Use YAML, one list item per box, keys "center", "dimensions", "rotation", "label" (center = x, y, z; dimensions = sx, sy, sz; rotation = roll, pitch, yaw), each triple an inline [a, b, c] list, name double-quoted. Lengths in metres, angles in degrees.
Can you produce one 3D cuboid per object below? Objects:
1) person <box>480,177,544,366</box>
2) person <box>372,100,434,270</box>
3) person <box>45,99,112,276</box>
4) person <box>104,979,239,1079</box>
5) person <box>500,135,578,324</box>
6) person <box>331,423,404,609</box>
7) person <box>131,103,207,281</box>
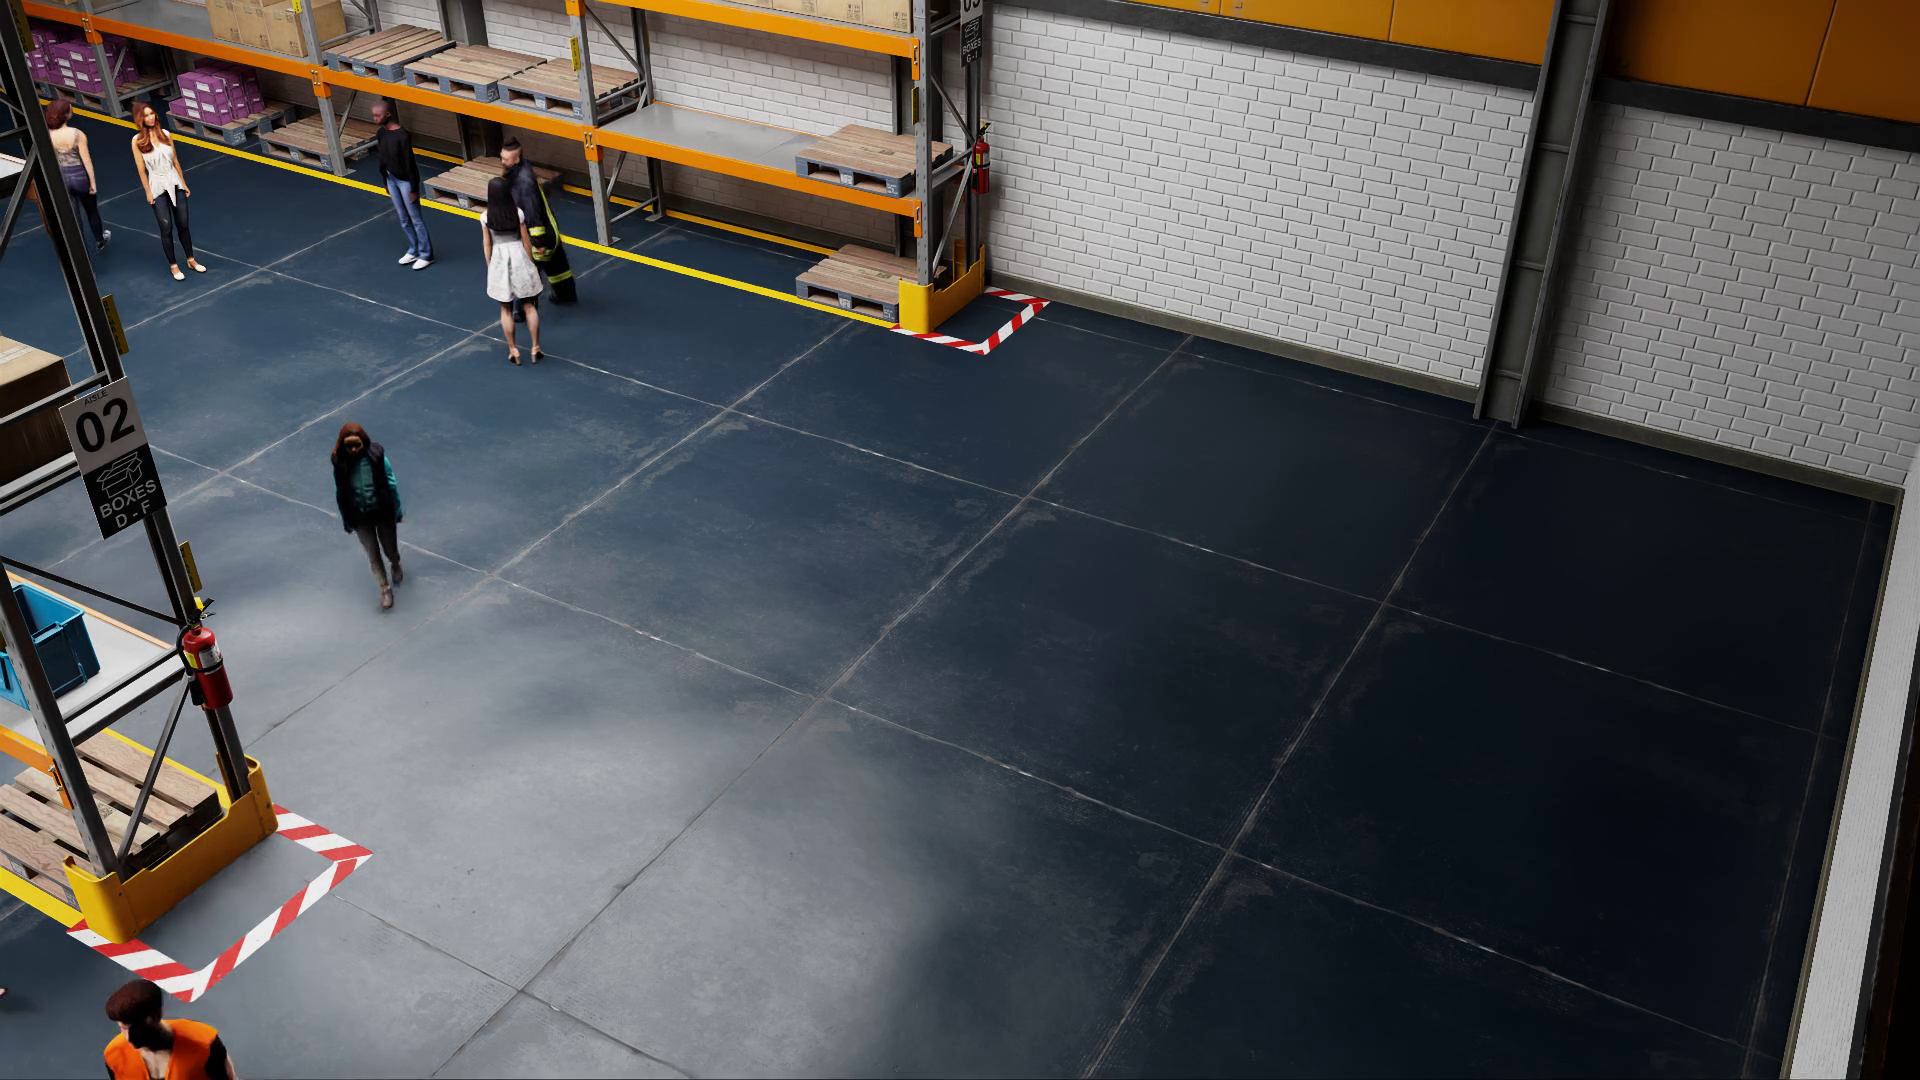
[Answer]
- center: [-4.076, -2.444, 15.134]
  dimensions: [0.778, 1.771, 0.834]
  rotation: [-9, 35, -14]
  label: "person"
- center: [-5.679, -3.644, 16.964]
  dimensions: [0.490, 1.745, 0.656]
  rotation: [16, 37, 23]
  label: "person"
- center: [-8.944, -3.518, 16.810]
  dimensions: [1.195, 1.705, 1.271]
  rotation: [-11, 35, -16]
  label: "person"
- center: [-3.431, 2.580, 7.512]
  dimensions: [1.260, 1.841, 1.159]
  rotation: [0, 34, 0]
  label: "person"
- center: [-4.010, -3.007, 15.937]
  dimensions: [1.149, 1.820, 1.117]
  rotation: [-8, 35, -12]
  label: "person"
- center: [-4.259, -0.235, 12.059]
  dimensions: [0.756, 1.495, 0.814]
  rotation: [-6, 34, -9]
  label: "person"
- center: [-8.008, -3.523, 16.744]
  dimensions: [0.569, 1.786, 0.614]
  rotation: [24, 40, 32]
  label: "person"
